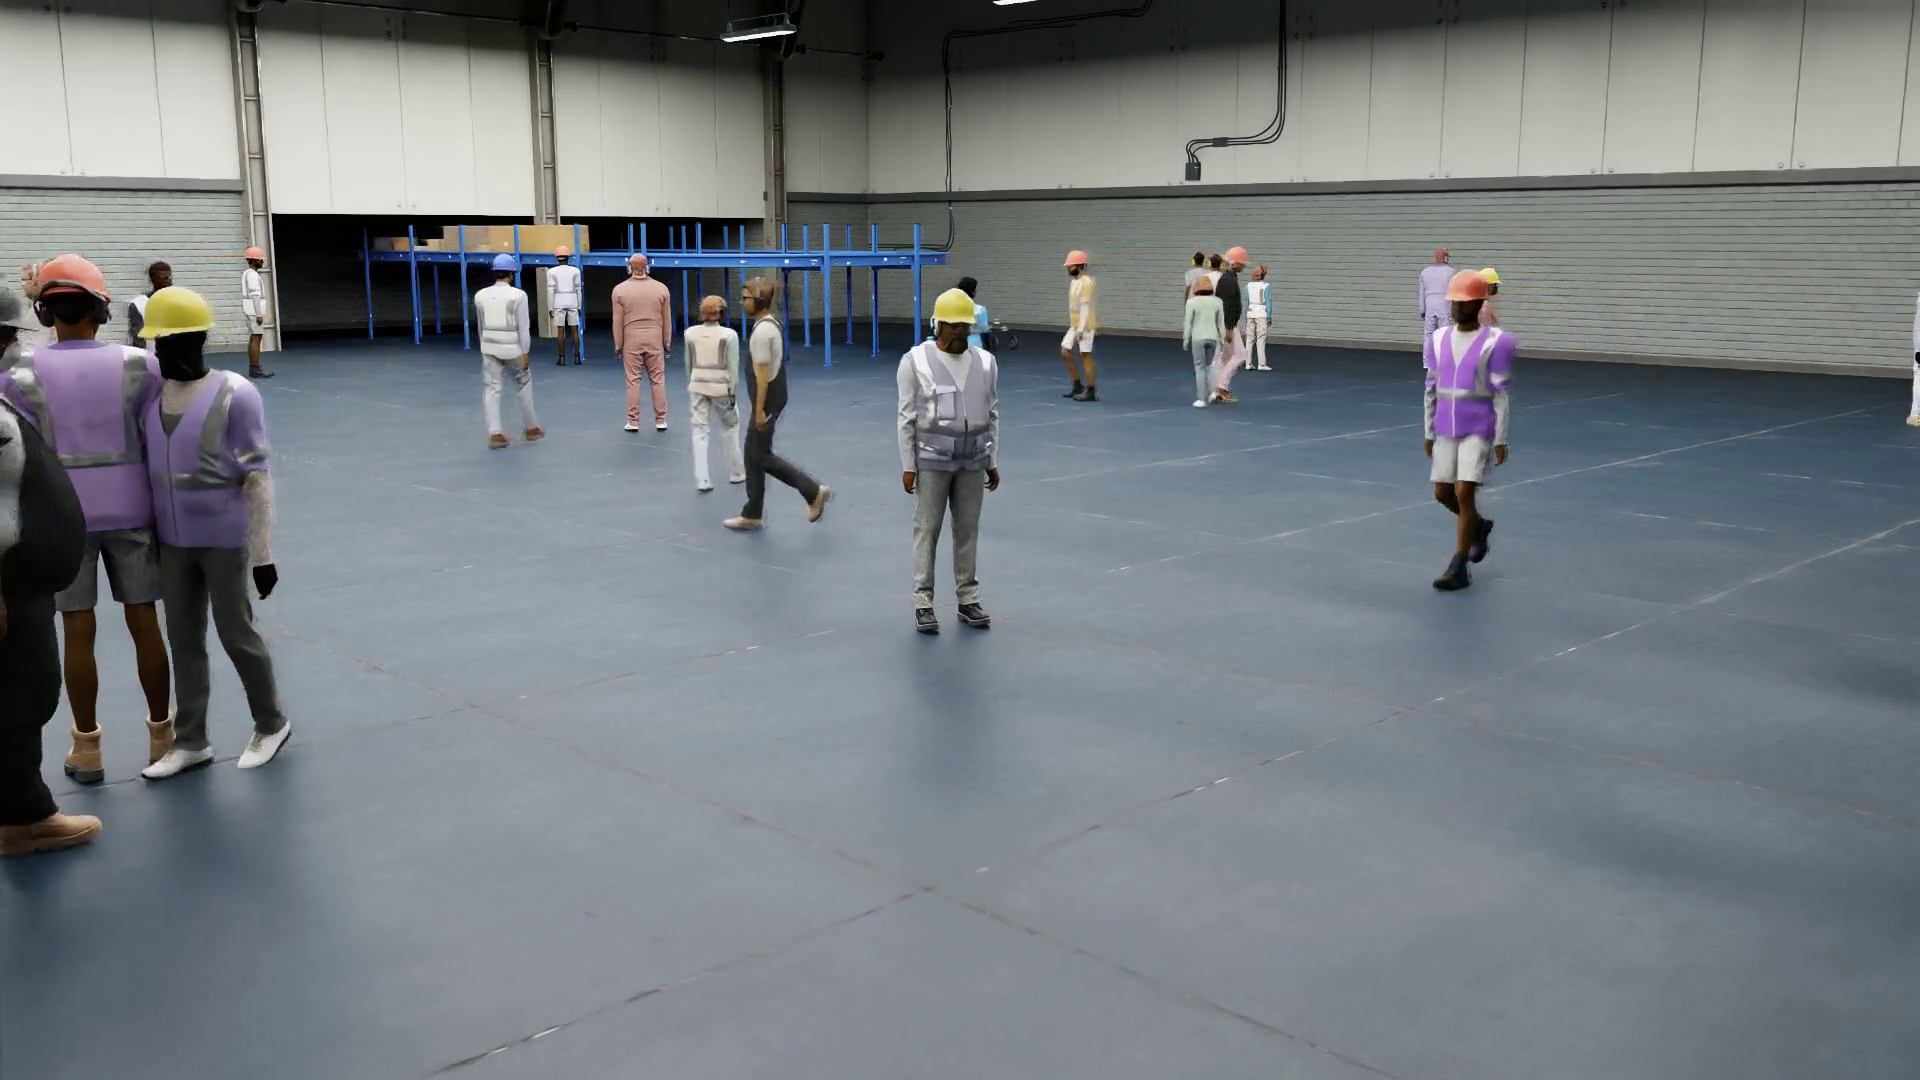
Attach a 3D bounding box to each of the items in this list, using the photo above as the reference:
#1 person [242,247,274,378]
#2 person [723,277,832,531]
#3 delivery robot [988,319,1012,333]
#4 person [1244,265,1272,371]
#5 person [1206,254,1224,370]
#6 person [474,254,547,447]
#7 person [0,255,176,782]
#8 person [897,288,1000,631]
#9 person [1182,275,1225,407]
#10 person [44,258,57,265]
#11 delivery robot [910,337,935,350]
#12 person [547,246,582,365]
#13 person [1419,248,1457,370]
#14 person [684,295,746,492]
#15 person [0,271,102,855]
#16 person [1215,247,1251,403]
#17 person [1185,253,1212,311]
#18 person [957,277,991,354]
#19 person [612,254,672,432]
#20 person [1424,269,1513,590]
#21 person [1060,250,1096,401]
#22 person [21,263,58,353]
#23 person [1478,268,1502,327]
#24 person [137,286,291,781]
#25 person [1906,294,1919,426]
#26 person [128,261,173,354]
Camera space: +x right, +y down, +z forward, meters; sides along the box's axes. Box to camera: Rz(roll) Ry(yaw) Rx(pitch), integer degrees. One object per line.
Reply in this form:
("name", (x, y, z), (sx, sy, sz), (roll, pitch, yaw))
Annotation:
("person", (-10.539, -3.418, 24.951), (0.373, 1.935, 0.552), (-6, 12, -31))
("person", (-1.327, -0.965, 11.899), (0.723, 1.827, 0.513), (0, 10, -2))
("delivery robot", (0.703, -4.015, 31.127), (0.335, 0.223, 0.698), (-6, 12, -30))
("person", (4.669, -3.475, 26.071), (0.310, 1.642, 0.514), (-9, 14, -41))
("person", (4.039, -3.613, 26.397), (0.496, 1.817, 0.962), (3, 11, 17))
("person", (-4.560, -1.926, 16.867), (0.630, 1.908, 0.891), (3, 11, 15))
("person", (-3.383, -0.085, 6.509), (0.605, 2.034, 0.392), (-6, 12, -30))
("person", (-0.048, -0.433, 8.967), (0.588, 1.830, 0.404), (-5, 11, -24))
("person", (3.010, -2.455, 20.557), (0.521, 1.616, 0.356), (-3, 11, -18))
("person", (-10.818, -2.465, 20.010), (0.429, 1.842, 0.637), (4, 11, 20))
("delivery robot", (-0.466, -2.911, 25.818), (0.477, 0.478, 0.707), (6, 12, 30))
("person", (-6.477, -3.841, 27.273), (0.543, 1.932, 0.376), (-4, 11, -21))
("person", (7.535, -3.618, 26.119), (0.638, 1.910, 0.407), (9, 13, 39))
("person", (-2.041, -1.233, 13.942), (0.517, 1.607, 0.748), (2, 11, 13))
("person", (-3.260, 0.114, 5.524), (0.659, 2.000, 0.695), (-7, 12, -33))
("person", (3.408, -2.688, 20.916), (0.445, 1.961, 0.598), (0, 10, 1))
("person", (4.196, -4.141, 29.269), (0.487, 1.810, 1.015), (3, 11, 14))
("person", (0.108, -2.094, 18.501), (0.544, 1.641, 0.884), (7, 12, 32))
("person", (-3.445, -2.135, 18.024), (0.641, 1.912, 0.410), (-4, 11, -19))
("person", (3.115, -0.689, 10.151), (0.720, 1.920, 0.549), (-10, 14, -44))
("person", (1.518, -2.736, 21.304), (0.549, 1.917, 0.543), (-4, 11, -22))
("person", (-7.856, -1.403, 14.143), (0.950, 1.860, 0.679), (-3, 11, -17))
("person", (5.477, -1.957, 17.445), (0.318, 1.769, 0.522), (0, 10, 2))
("person", (-2.964, -0.024, 6.545), (0.618, 1.941, 0.479), (4, 11, 19))
("person", (10.820, -2.138, 18.319), (0.616, 1.814, 0.827), (1, 10, 6))
("person", (-7.254, -1.604, 15.242), (1.023, 1.864, 0.615), (8, 13, 36))
